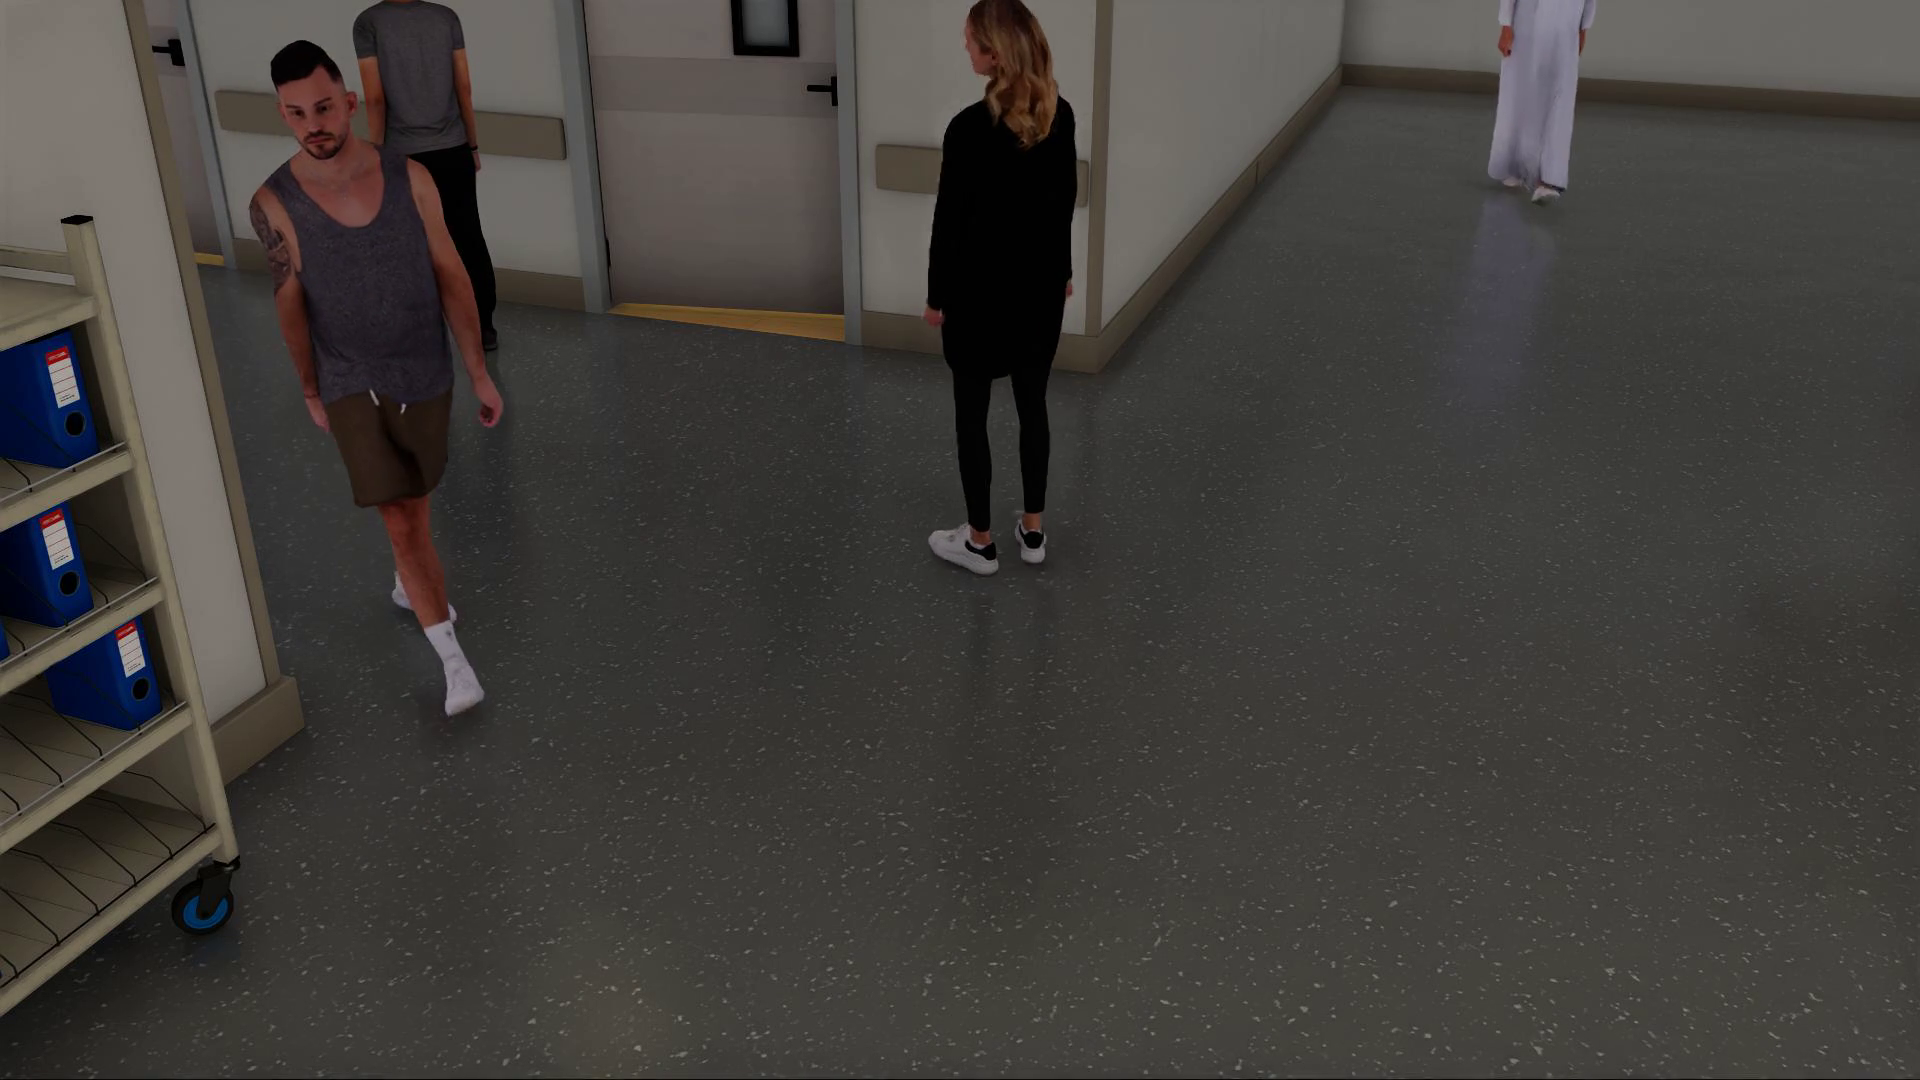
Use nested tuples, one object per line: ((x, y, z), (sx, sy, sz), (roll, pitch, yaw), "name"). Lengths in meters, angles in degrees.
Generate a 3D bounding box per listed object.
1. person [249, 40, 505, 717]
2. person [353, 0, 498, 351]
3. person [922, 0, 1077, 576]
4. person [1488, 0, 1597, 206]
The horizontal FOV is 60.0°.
((-1.600, -0.455, 4.604), (1.212, 1.774, 1.181), (-17, 31, -32), "person")
((-2.247, -1.632, 6.991), (0.671, 1.755, 0.760), (-16, 30, -30), "person")
((0.142, -0.730, 5.080), (0.702, 1.790, 0.793), (-12, 28, -23), "person")
((3.279, -2.886, 9.452), (0.933, 1.876, 1.322), (2, 26, 5), "person")
